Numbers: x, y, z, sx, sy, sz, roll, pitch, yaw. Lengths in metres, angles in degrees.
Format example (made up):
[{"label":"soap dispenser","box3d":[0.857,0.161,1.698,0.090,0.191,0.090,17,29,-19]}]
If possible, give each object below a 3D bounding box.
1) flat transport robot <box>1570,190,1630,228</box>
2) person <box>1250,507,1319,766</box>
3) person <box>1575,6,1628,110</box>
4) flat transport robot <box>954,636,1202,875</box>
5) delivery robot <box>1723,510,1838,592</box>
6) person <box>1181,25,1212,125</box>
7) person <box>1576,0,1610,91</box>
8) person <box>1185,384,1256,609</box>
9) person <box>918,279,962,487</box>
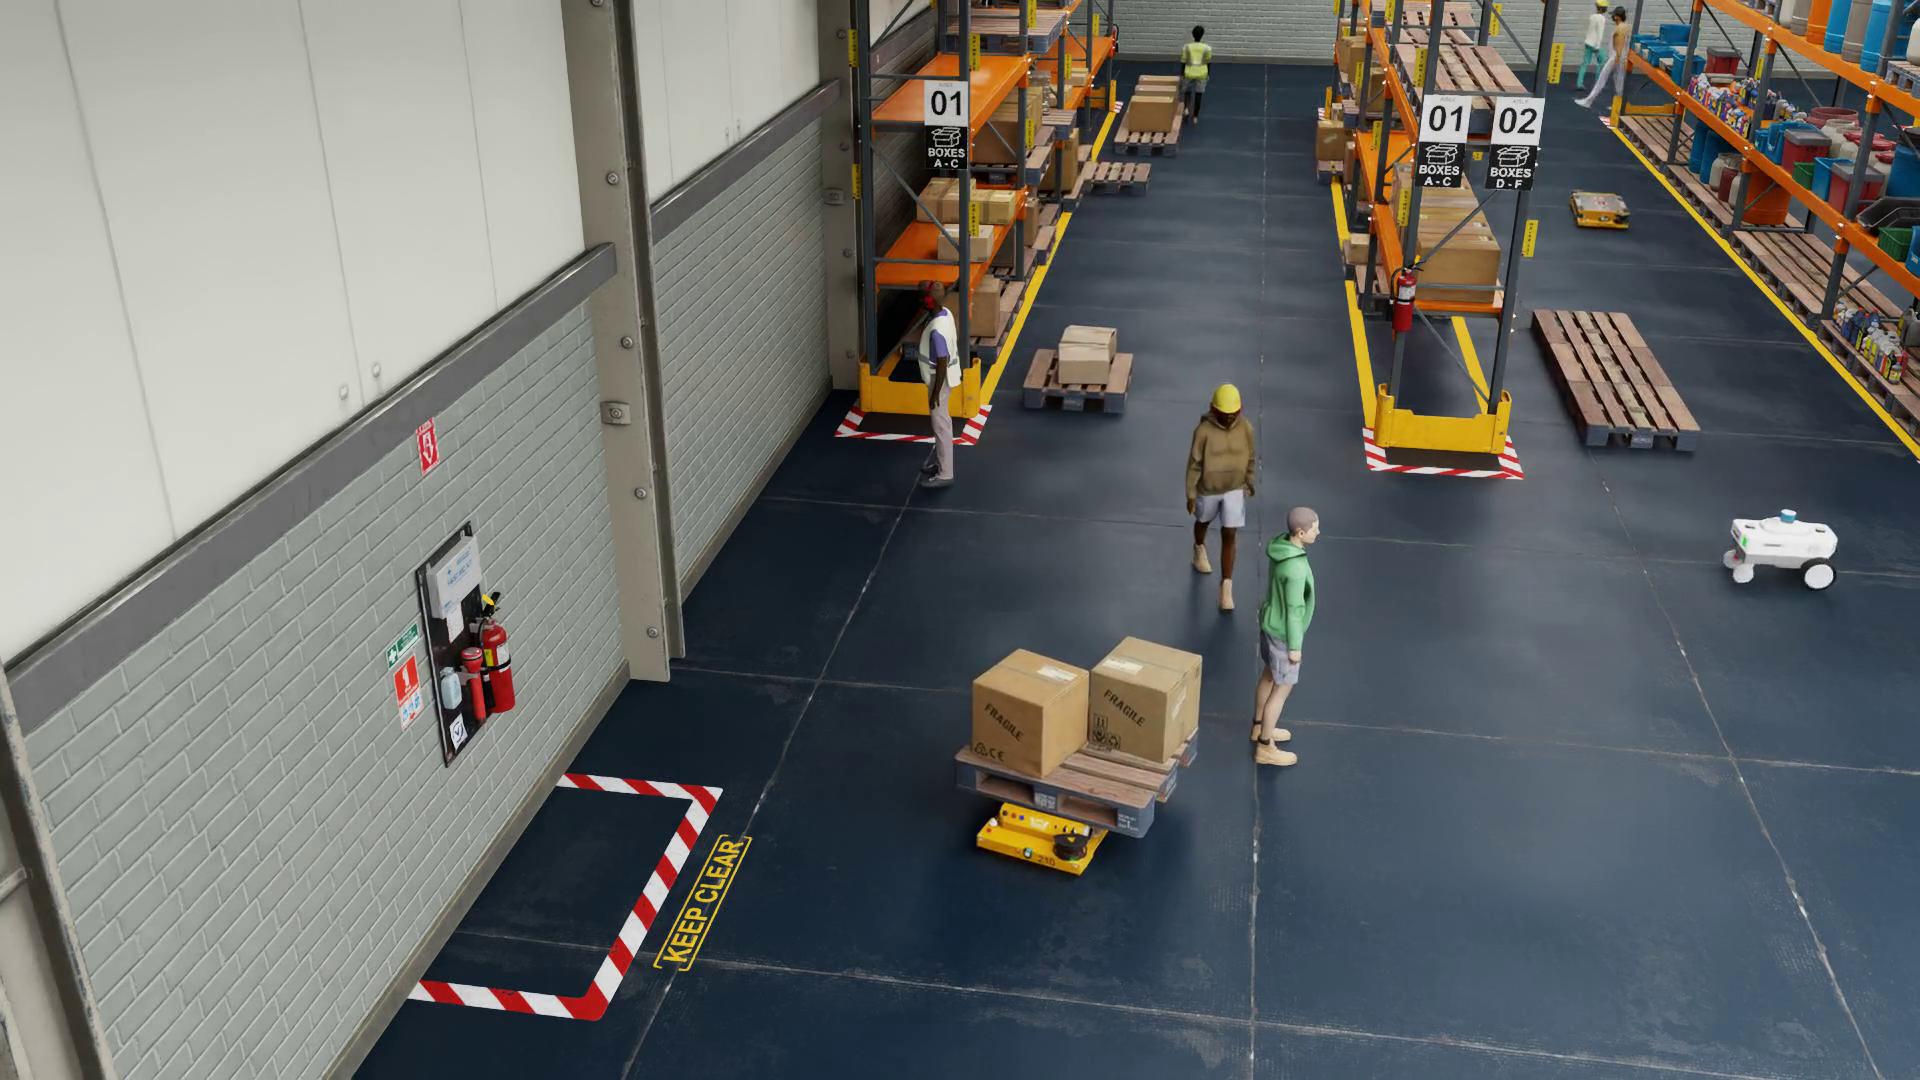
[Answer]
[{"label":"flat transport robot","box3d":[8.931,-4.619,23.244,0.659,0.231,1.431,6,26,13]},{"label":"person","box3d":[2.016,0.589,10.374,0.315,1.733,0.475,-1,25,-2]},{"label":"person","box3d":[11.786,-8.762,30.264,0.931,1.823,0.556,12,28,24]},{"label":"flat transport robot","box3d":[0.697,1.508,10.131,0.659,0.231,1.431,12,27,23]},{"label":"delivery robot","box3d":[6.391,0.067,12.900,0.811,0.614,0.499,3,25,7]},{"label":"person","box3d":[4.120,-8.116,29.054,0.529,1.683,0.375,5,26,11]},{"label":"person","box3d":[12.299,-9.533,32.014,0.703,1.739,0.558,-4,25,-7]},{"label":"person","box3d":[1.965,-0.413,12.547,0.578,1.708,0.964,-1,25,-2]},{"label":"person","box3d":[-0.173,-1.355,14.399,0.375,1.840,0.566,1,25,2]}]
